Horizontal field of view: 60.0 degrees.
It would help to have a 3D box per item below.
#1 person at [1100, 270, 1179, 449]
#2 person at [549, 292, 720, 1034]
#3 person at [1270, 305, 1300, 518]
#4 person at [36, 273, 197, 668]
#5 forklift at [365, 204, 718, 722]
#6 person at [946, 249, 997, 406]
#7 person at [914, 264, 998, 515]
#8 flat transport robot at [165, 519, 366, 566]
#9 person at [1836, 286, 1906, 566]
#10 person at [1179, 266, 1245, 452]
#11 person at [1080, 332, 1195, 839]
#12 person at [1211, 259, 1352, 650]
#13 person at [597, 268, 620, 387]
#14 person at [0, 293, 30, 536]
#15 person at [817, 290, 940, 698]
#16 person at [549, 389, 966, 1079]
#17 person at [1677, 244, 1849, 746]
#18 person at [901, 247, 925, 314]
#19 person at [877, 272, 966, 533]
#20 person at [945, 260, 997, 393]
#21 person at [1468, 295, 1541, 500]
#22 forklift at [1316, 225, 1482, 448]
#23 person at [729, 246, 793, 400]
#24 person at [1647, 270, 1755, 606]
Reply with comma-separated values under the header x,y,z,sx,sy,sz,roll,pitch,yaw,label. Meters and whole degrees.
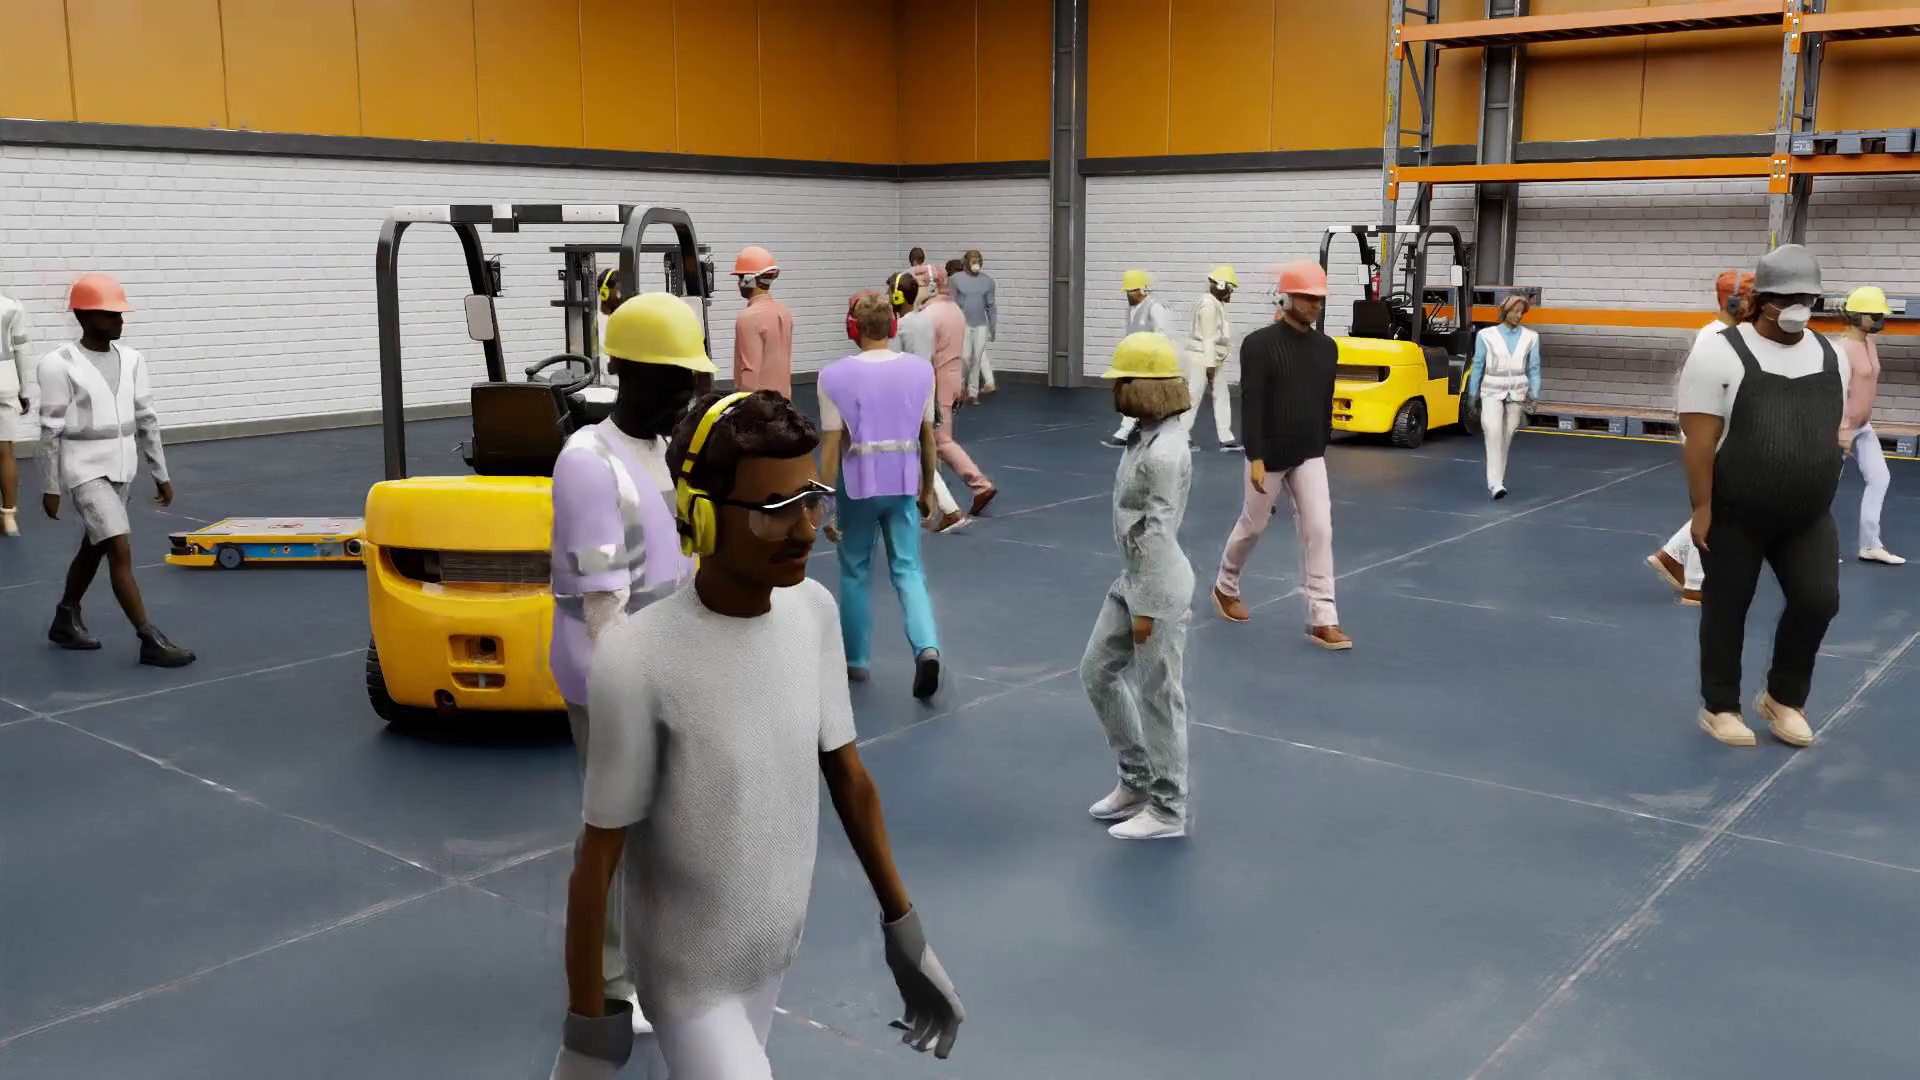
x,y,z,sx,sy,sz,roll,pitch,yaw,label
1.844,-1.766,16.307,0.965,1.750,0.657,-4,11,-19,person
-0.815,0.332,4.232,0.458,1.906,0.603,3,11,18,person
2.417,-0.981,12.260,0.507,1.631,0.266,5,12,27,person
-4.164,-0.342,8.057,1.005,1.887,0.563,4,11,20,person
-1.766,-0.406,7.525,1.214,2.155,2.313,1,10,7,forklift
0.144,-2.605,20.448,0.656,1.925,0.427,-4,11,-21,person
-0.136,-1.116,12.389,0.904,1.866,0.647,4,11,22,person
-4.201,0.003,10.585,1.431,0.197,0.652,0,10,-1,flat transport robot
5.615,-0.688,10.311,0.556,1.740,0.705,-8,13,-38,person
2.450,-1.721,15.943,0.797,1.774,0.687,4,11,20,person
0.582,0.168,5.611,0.454,1.728,0.509,-1,10,-4,person
1.643,-0.464,8.554,0.614,1.951,1.020,-4,11,-21,person
-2.356,-0.936,11.455,0.841,1.831,0.537,3,11,17,person
-6.709,-1.021,11.418,0.609,2.027,0.442,-8,13,-38,person
-0.352,-0.205,7.439,0.577,1.818,0.829,-4,11,-22,person
-0.270,0.686,2.512,0.934,1.822,0.520,5,11,26,person
3.207,-0.167,6.626,0.690,2.000,0.539,0,10,1,person
-0.597,-3.130,23.321,0.635,1.939,0.362,-8,13,-38,person
-0.343,-0.965,11.684,0.975,1.823,0.540,6,12,28,person
0.040,-2.826,22.103,0.998,1.782,0.678,5,11,26,person
4.296,-1.105,13.038,0.520,1.590,0.852,0,10,-1,person
4.449,-2.115,16.993,1.214,2.155,2.313,8,13,38,forklift
-1.251,-0.833,10.443,0.394,1.992,0.622,3,11,19,person
4.178,-0.546,9.187,0.438,1.871,0.612,4,11,21,person
